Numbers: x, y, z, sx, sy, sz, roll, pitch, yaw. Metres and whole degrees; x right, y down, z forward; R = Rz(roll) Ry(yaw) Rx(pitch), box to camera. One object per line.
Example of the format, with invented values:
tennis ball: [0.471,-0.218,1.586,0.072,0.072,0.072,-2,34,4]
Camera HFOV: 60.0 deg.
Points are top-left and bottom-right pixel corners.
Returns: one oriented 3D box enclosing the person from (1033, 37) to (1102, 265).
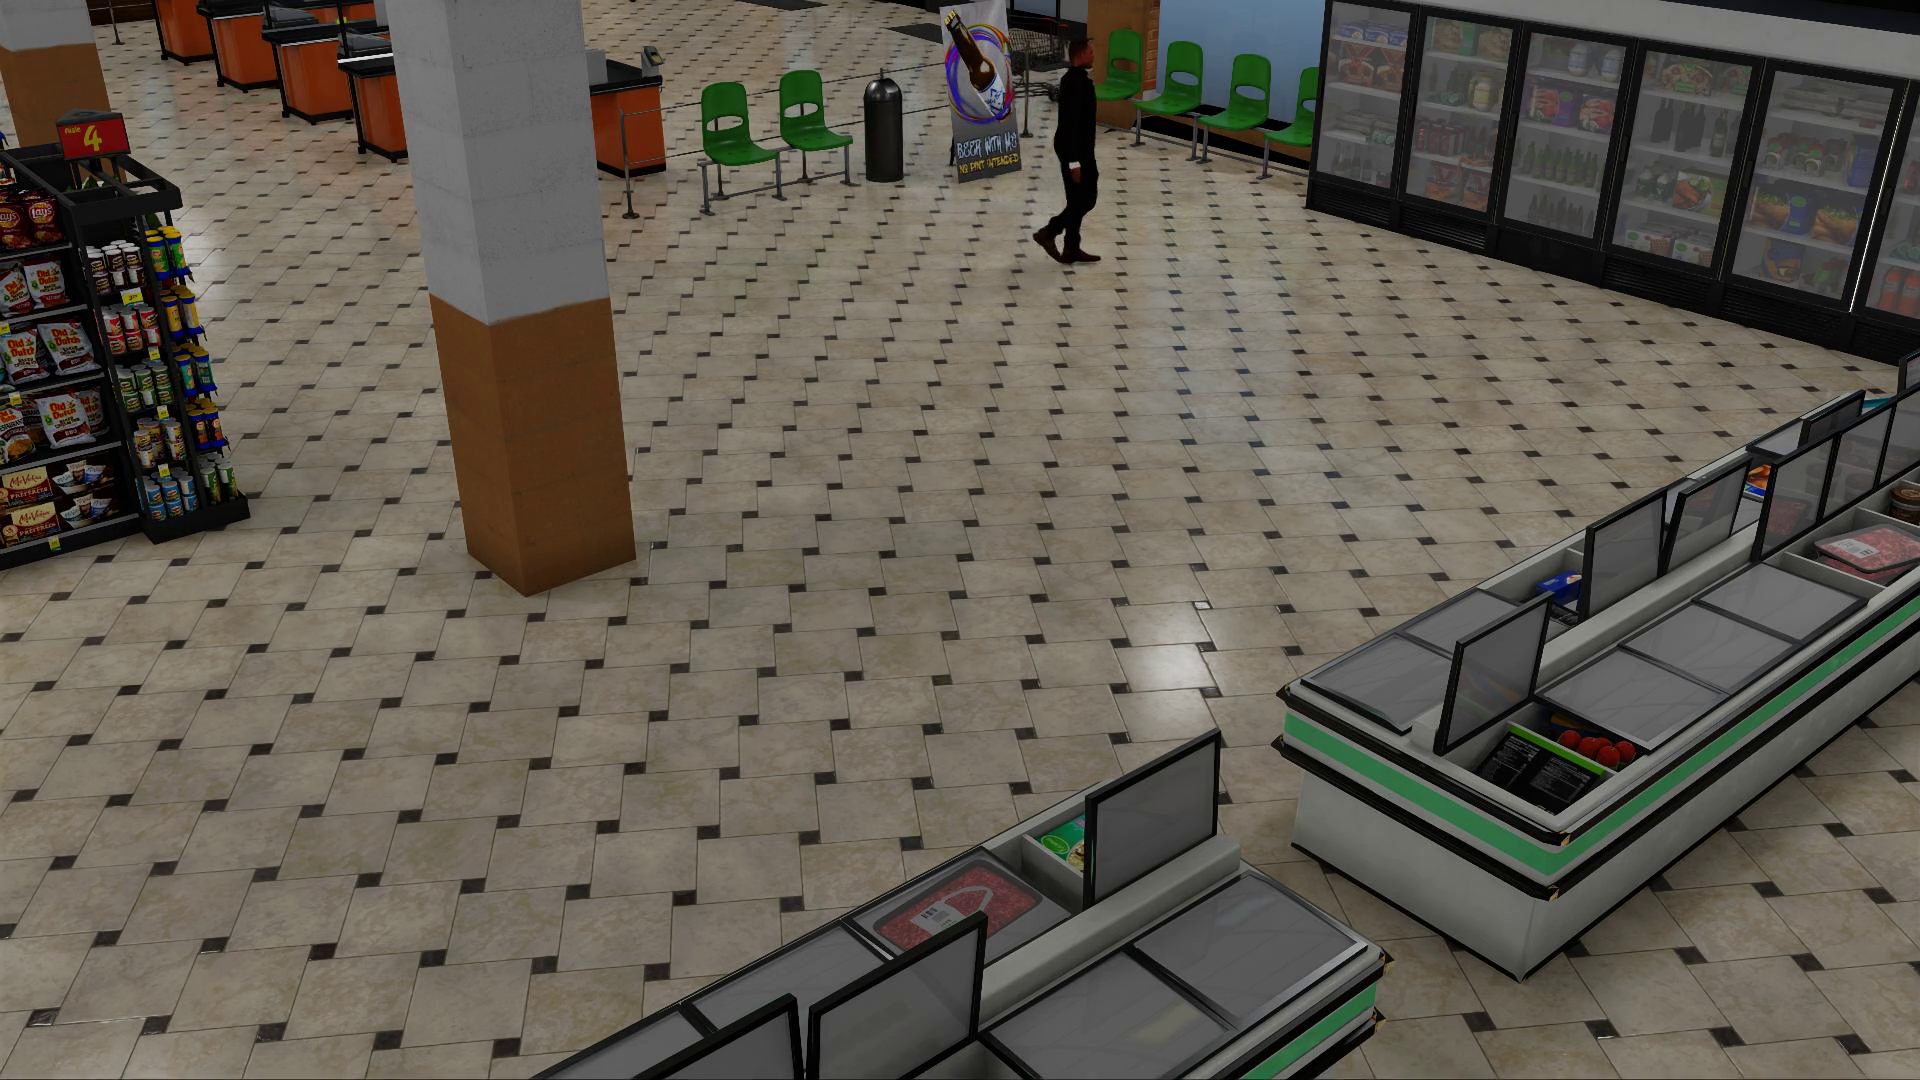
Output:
person: [0.882,-3.226,13.914,1.020,1.900,0.957,0,27,1]
